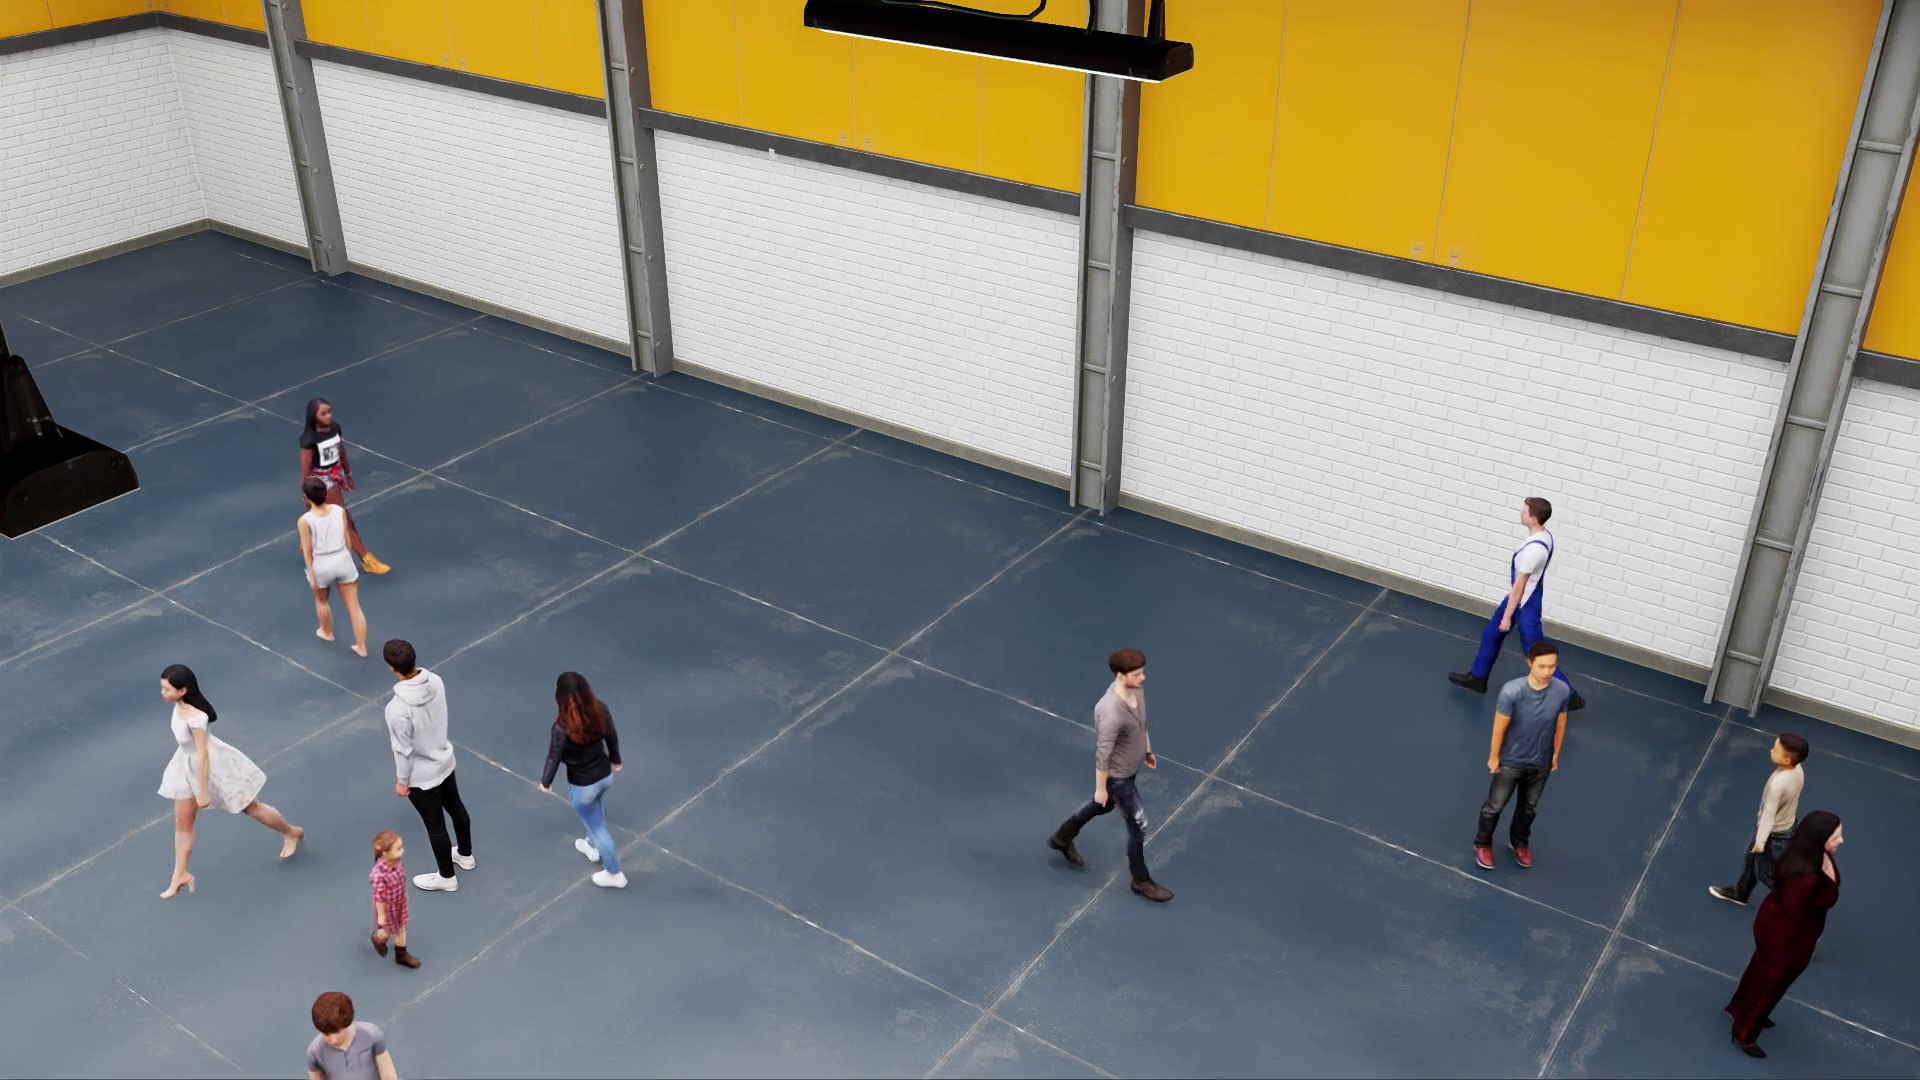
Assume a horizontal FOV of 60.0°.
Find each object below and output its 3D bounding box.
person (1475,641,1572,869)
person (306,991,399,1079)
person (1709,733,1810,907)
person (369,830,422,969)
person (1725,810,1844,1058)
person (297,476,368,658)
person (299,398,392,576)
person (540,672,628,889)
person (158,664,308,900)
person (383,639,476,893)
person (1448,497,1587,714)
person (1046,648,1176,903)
[{"bbox_3d":[3.810,1.443,11.267,0.685,1.805,0.774,-2,29,-3],"label":"person"},{"bbox_3d":[-3.109,2.938,8.707,0.942,1.631,1.091,-10,30,-17],"label":"person"},{"bbox_3d":[5.351,1.921,10.772,0.942,1.439,0.650,25,37,38],"label":"person"},{"bbox_3d":[-3.648,2.280,10.561,0.627,1.012,0.518,11,30,19],"label":"person"},{"bbox_3d":[4.836,2.289,9.765,0.634,1.757,0.685,15,32,25],"label":"person"},{"bbox_3d":[-5.135,0.262,13.661,0.699,1.586,0.924,-23,36,-36],"label":"person"},{"bbox_3d":[-5.745,-0.478,14.932,1.313,1.667,0.888,9,30,17],"label":"person"},{"bbox_3d":[-2.414,1.630,11.122,0.807,1.615,0.666,15,32,25],"label":"person"},{"bbox_3d":[-4.906,1.576,11.115,0.924,1.717,1.217,-21,35,-33],"label":"person"},{"bbox_3d":[-3.523,1.487,11.057,0.693,1.928,0.740,9,30,16],"label":"person"},{"bbox_3d":[4.476,0.554,12.896,1.317,1.805,0.688,16,32,26],"label":"person"},{"bbox_3d":[0.971,1.505,11.079,1.257,1.877,0.880,10,30,18],"label":"person"}]
